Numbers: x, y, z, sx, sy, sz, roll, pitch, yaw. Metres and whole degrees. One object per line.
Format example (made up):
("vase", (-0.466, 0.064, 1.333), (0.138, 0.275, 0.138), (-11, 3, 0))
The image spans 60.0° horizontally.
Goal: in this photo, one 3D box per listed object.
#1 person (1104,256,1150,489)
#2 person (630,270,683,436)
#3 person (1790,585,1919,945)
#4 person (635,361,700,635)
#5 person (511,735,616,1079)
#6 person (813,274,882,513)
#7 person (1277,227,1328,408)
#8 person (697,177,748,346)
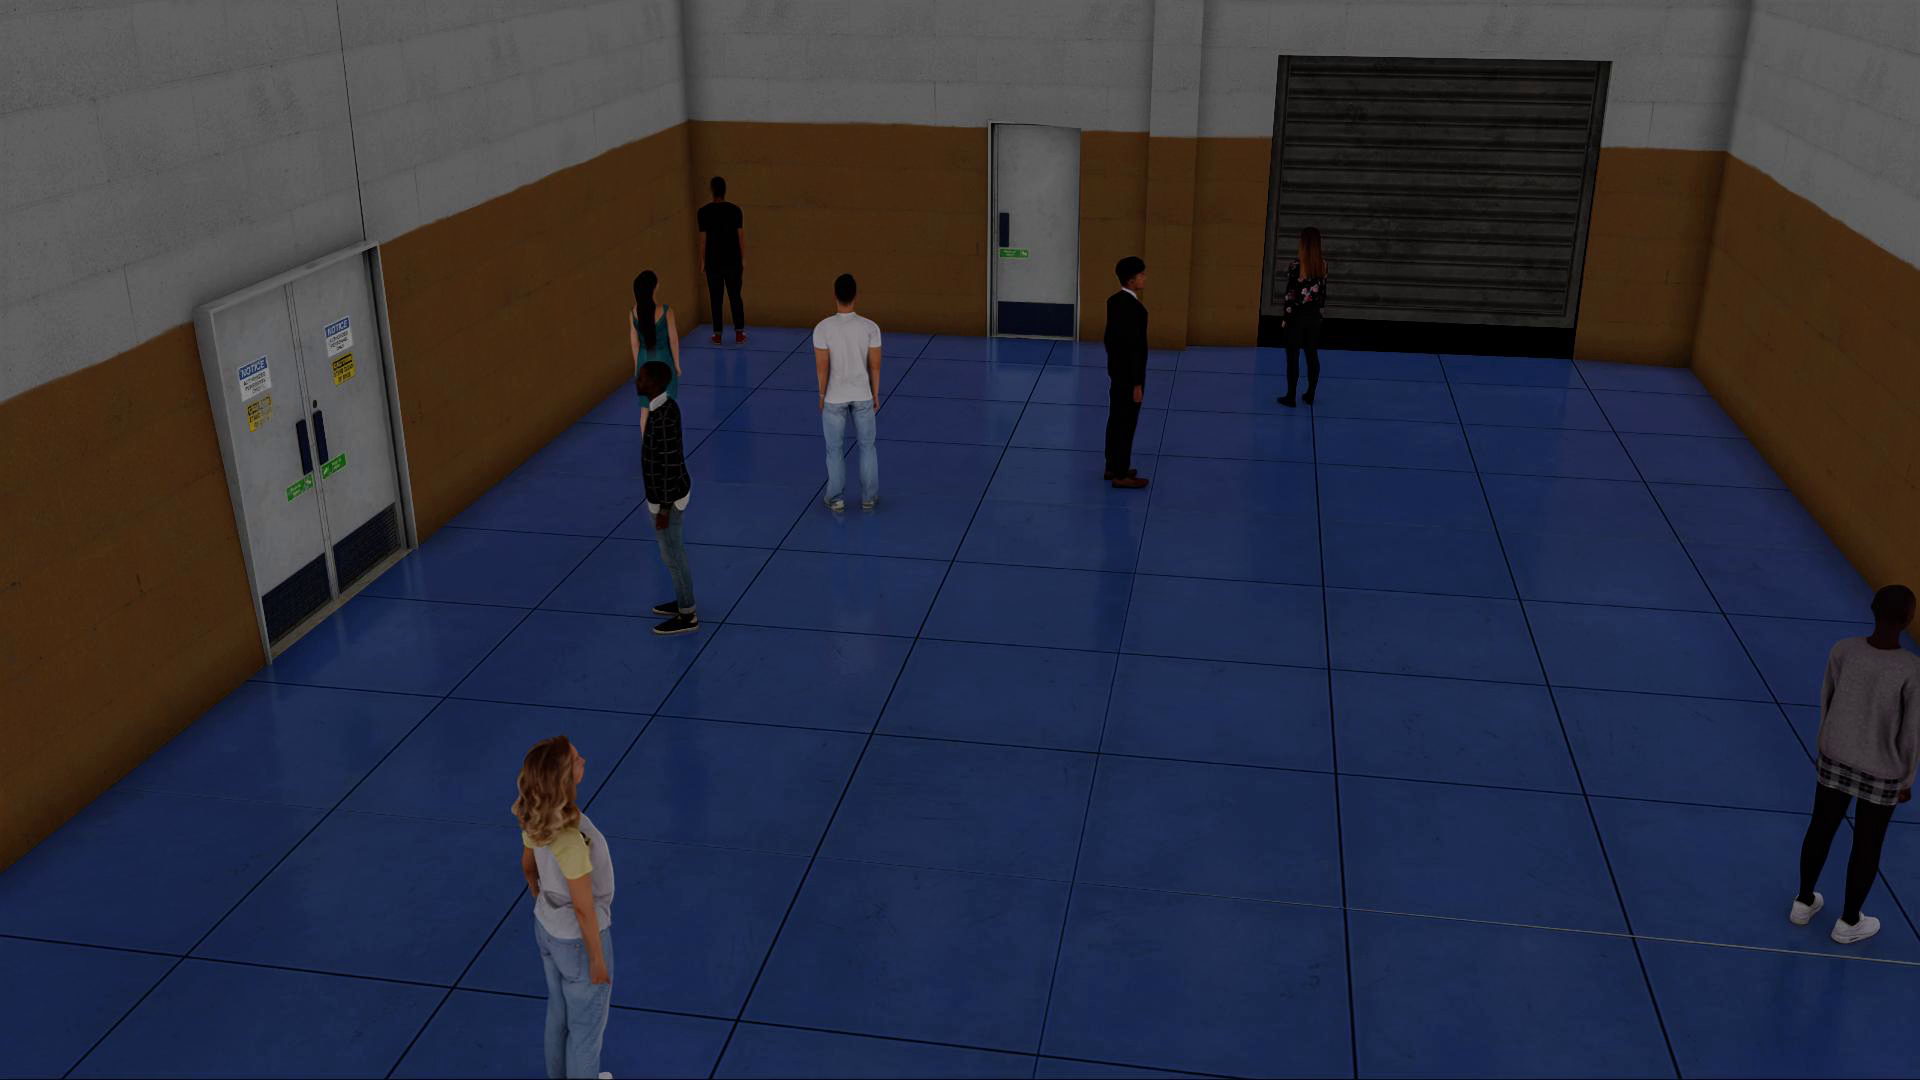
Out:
("person", (1.328, -1.355, 13.400), (0.721, 1.883, 0.774), (-6, 23, -14))
("person", (-2.525, -1.413, 13.808), (0.456, 1.687, 0.621), (1, 22, 3))
("person", (4.136, 1.020, 7.637), (0.753, 1.772, 0.683), (-16, 27, -34))
("person", (-1.894, -0.287, 10.828), (0.657, 1.819, 0.730), (-3, 22, -7))
("person", (-1.503, 1.528, 6.420), (0.771, 1.723, 0.692), (-17, 28, -37))
("person", (-0.864, -1.133, 12.871), (0.645, 1.866, 0.808), (-4, 22, -11))
("person", (3.195, -2.074, 15.457), (0.602, 1.683, 0.715), (-8, 23, -19))
("person", (-2.491, -2.932, 17.495), (0.606, 1.756, 0.757), (-4, 22, -9))
